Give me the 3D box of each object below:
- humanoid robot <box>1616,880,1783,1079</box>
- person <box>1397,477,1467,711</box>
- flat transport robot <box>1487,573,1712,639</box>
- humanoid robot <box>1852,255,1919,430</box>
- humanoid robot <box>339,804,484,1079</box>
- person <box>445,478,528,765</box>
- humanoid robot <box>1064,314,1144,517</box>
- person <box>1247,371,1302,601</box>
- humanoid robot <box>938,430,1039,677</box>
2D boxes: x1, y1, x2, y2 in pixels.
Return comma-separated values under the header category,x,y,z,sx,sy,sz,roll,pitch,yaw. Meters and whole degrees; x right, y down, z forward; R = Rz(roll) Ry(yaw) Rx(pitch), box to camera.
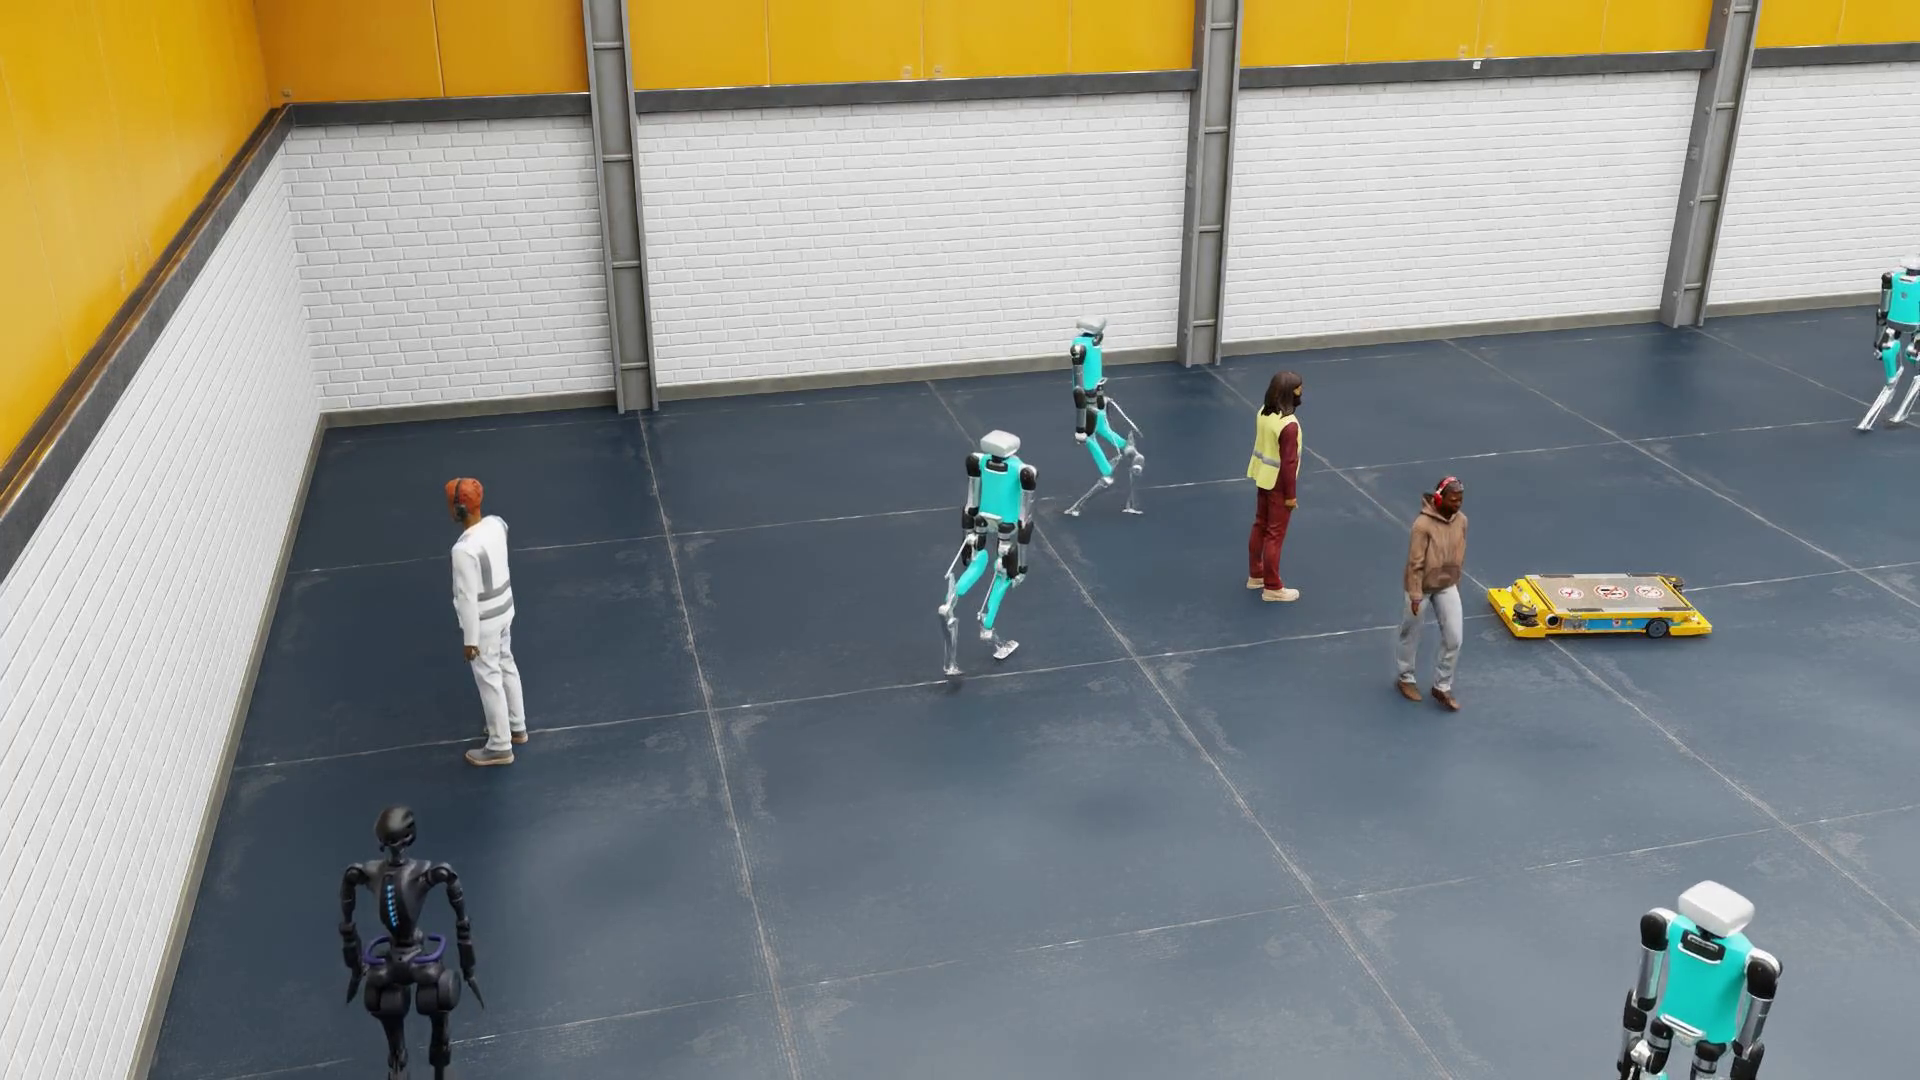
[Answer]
category,x,y,z,sx,sy,sz,roll,pitch,yaw
humanoid robot,2.659,2.271,6.463,0.884,1.835,0.553,-20,31,-38
person,3.109,0.358,10.845,0.469,1.632,0.603,-6,25,-14
flat transport robot,4.702,0.486,12.255,1.431,0.231,0.659,-1,24,-2
humanoid robot,8.984,-1.846,15.754,0.911,1.770,0.545,-16,28,-32
humanoid robot,-2.421,1.937,7.254,0.613,1.633,0.663,-1,24,-3
person,-2.925,0.495,10.244,0.353,1.880,0.576,3,24,7
humanoid robot,1.286,-0.973,13.821,0.850,1.794,0.537,10,26,21
person,2.348,-0.403,12.415,0.378,1.768,0.466,-7,25,-15
humanoid robot,0.123,0.201,11.157,0.545,1.766,1.052,14,27,28
